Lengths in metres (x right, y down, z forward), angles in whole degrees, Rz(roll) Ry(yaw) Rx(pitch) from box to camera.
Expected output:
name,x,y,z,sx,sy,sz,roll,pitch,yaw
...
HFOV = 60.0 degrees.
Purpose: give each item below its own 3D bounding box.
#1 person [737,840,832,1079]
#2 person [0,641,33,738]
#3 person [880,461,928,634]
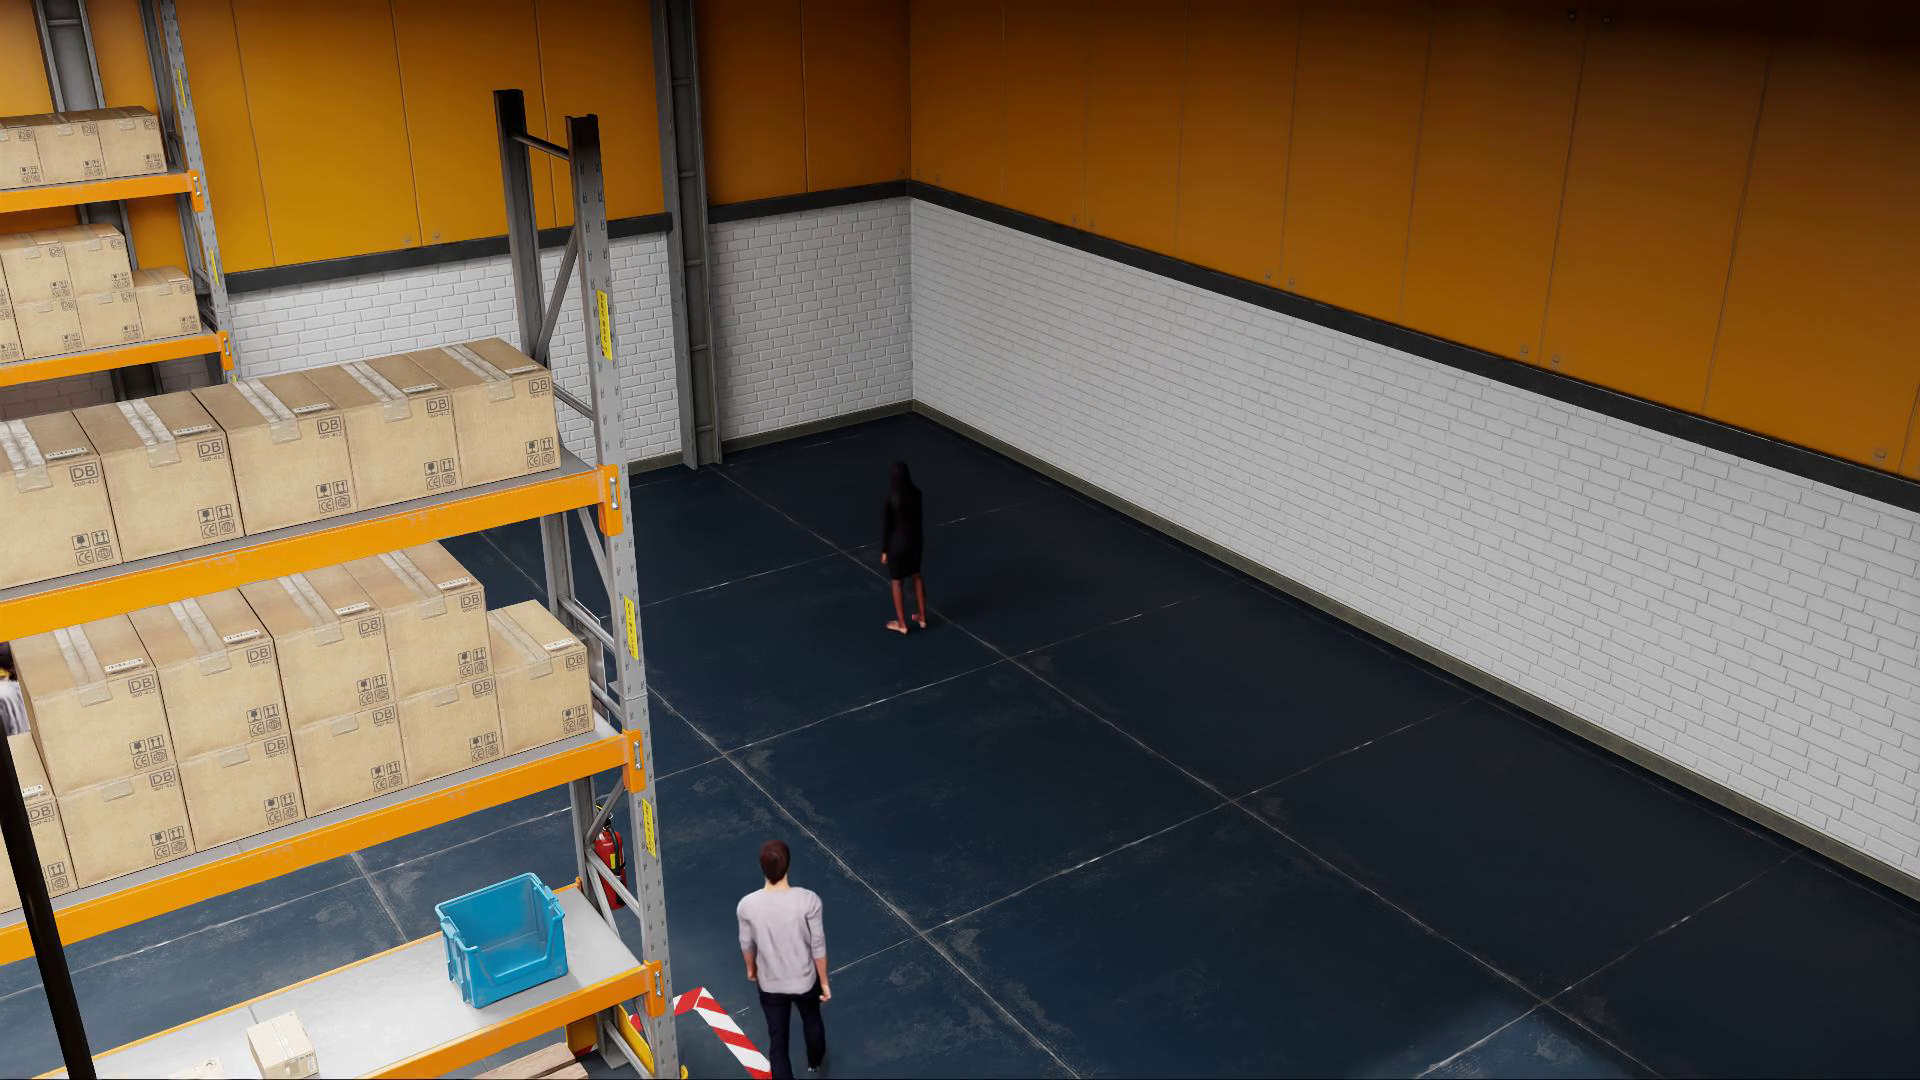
name,x,y,z,sx,sy,sz,roll,pitch,yaw
person,-1.029,2.655,9.779,1.056,1.811,1.052,0,24,-1
person,-6.890,1.543,12.369,0.712,1.774,0.575,17,29,33
person,-0.520,0.069,15.824,0.495,1.708,0.694,-17,29,-34
